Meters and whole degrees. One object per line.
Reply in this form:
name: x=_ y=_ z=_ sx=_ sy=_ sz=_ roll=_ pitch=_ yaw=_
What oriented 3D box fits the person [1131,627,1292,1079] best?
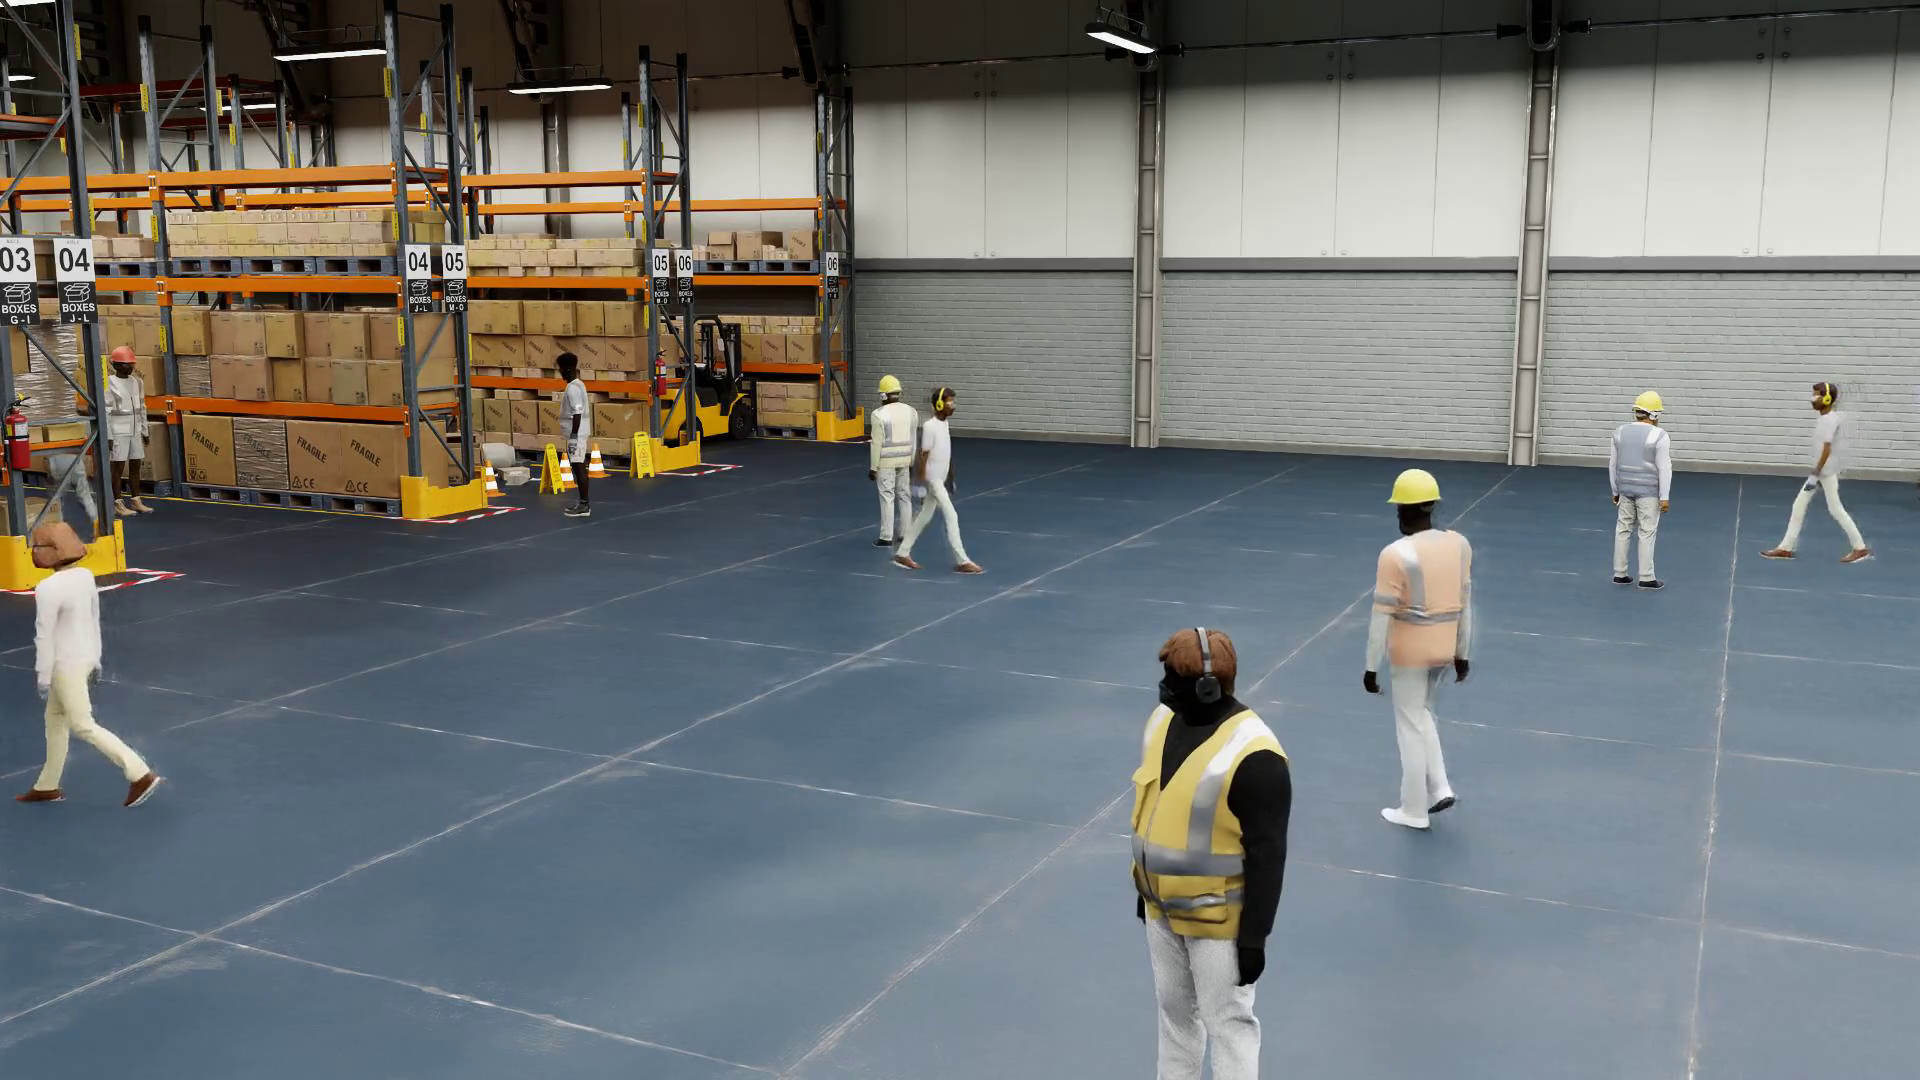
person: x=0.762 y=1.178 z=5.312 sx=0.430 sy=1.841 sz=0.624 roll=-5 pitch=10 yaw=-27

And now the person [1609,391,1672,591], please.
person: x=6.287 y=-0.454 z=15.336 sx=0.404 sy=1.829 sz=0.600 roll=-6 pitch=11 yaw=-33

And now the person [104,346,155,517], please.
person: x=-9.935 y=-1.292 z=19.852 sx=0.405 sy=2.037 sz=0.606 roll=4 pitch=10 yaw=21

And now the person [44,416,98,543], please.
person: x=-9.473 y=-0.779 z=17.685 sx=0.824 sy=1.714 sz=0.477 roll=6 pitch=11 yaw=33

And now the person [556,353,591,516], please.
person: x=-4.617 y=-1.260 z=19.890 sx=0.386 sy=1.956 sz=0.610 roll=-1 pitch=9 yaw=-7

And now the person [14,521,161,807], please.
person: x=-4.823 y=0.687 z=9.083 sx=0.834 sy=1.605 sz=0.510 roll=-1 pitch=9 yaw=-4

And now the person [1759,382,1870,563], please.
person: x=8.708 y=-0.672 z=16.734 sx=0.985 sy=1.827 sz=0.519 roll=2 pitch=9 yaw=10

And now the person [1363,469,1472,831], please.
person: x=2.388 y=0.580 z=8.738 sx=0.623 sy=1.910 sz=0.423 roll=-5 pitch=11 yaw=-30

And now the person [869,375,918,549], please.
person: x=-0.724 y=-0.825 z=17.602 sx=0.586 sy=1.834 sz=0.403 roll=-8 pitch=12 yaw=-40

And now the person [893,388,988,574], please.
person: x=-0.228 y=-0.575 z=16.185 sx=0.993 sy=1.811 sz=0.538 roll=2 pitch=10 yaw=15
